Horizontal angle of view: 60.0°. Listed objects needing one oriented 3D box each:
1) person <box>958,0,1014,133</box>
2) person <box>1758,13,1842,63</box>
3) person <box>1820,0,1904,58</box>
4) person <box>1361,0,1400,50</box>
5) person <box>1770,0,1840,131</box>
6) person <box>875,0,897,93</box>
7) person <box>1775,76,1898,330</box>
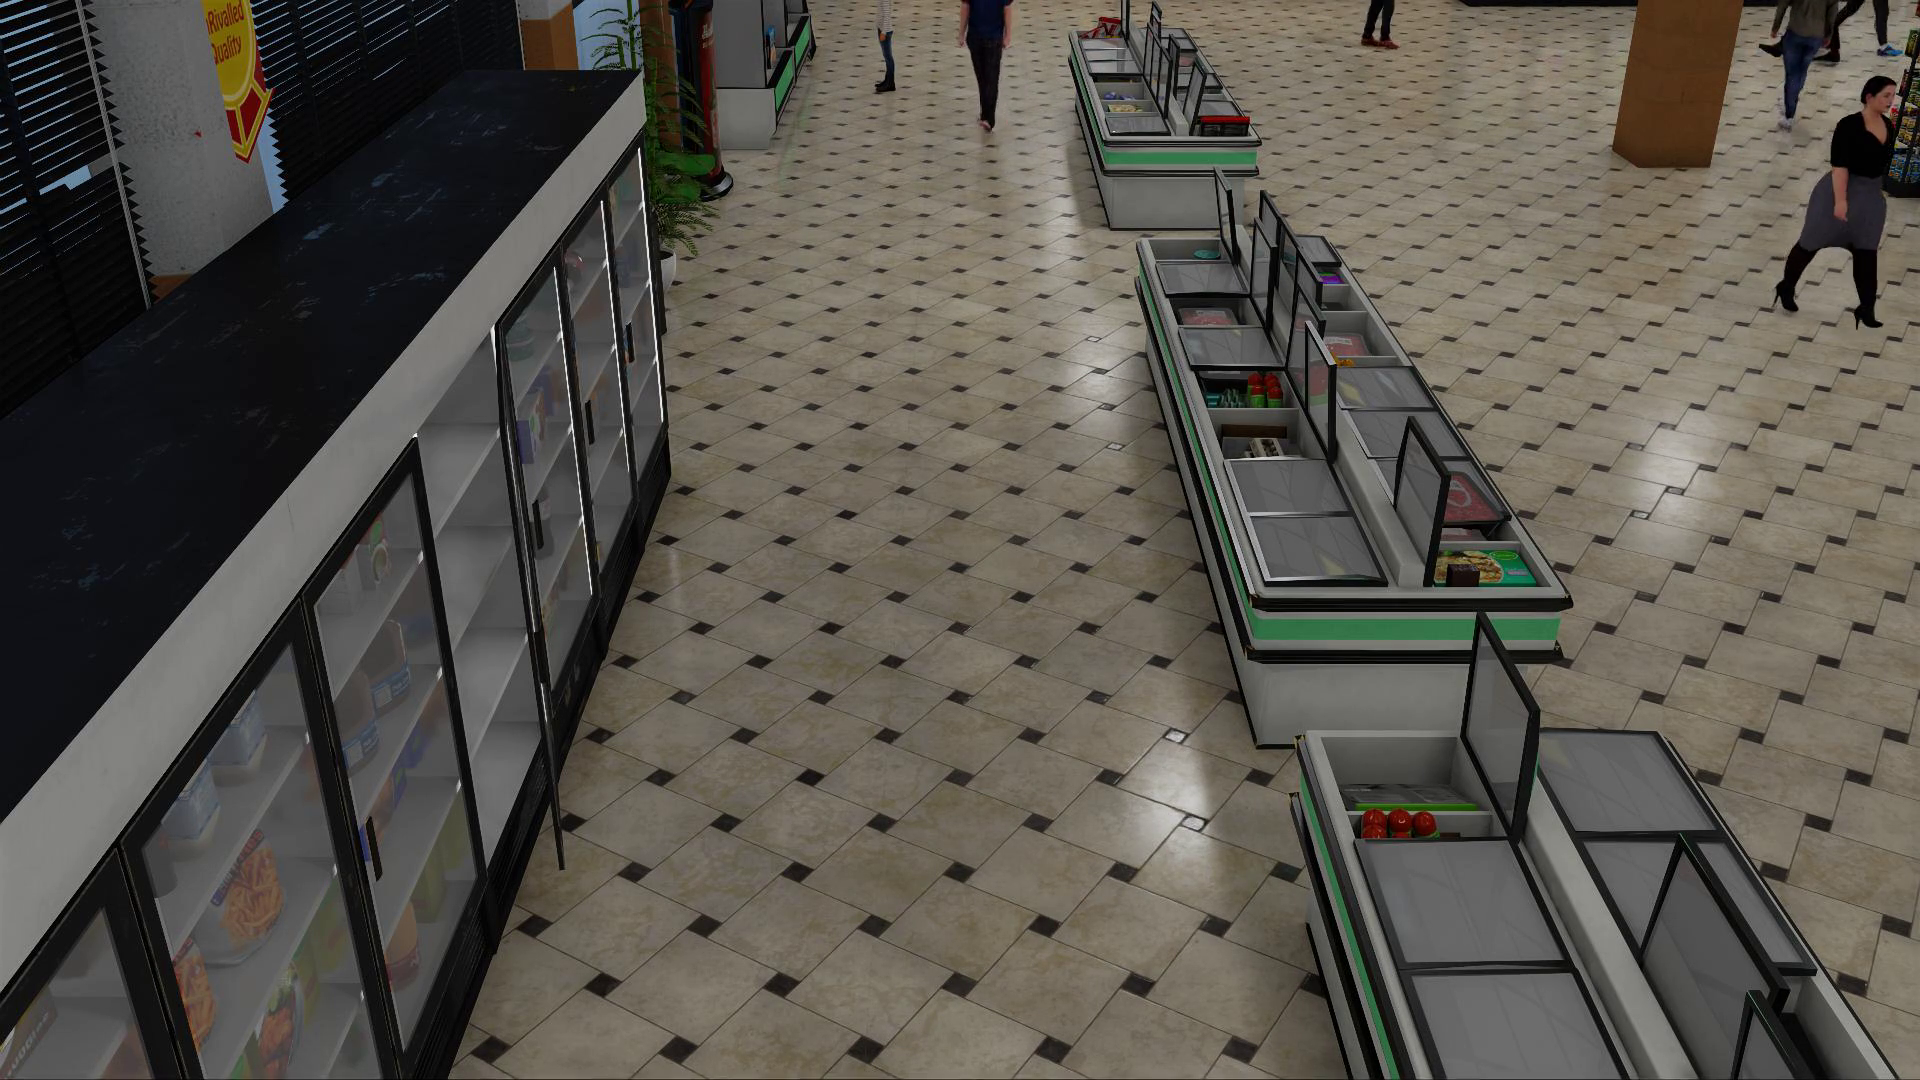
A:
[{"bbox_3d":[0.273,-5.139,17.022,0.906,1.816,1.262,8,28,15],"label":"person"},{"bbox_3d":[10.499,-6.633,20.015,1.069,1.774,1.212,12,29,23],"label":"person"},{"bbox_3d":[11.077,-6.835,20.412,1.067,1.775,1.270,10,29,20],"label":"person"},{"bbox_3d":[5.291,-7.182,21.060,0.957,1.808,0.906,17,31,30],"label":"person"},{"bbox_3d":[8.628,-5.114,16.969,0.791,1.820,1.099,3,27,5],"label":"person"},{"bbox_3d":[-0.836,-5.749,18.781,0.549,1.314,0.440,-3,27,-6],"label":"person"},{"bbox_3d":[6.125,-2.362,11.663,0.849,1.710,1.167,-7,28,-14],"label":"person"}]
